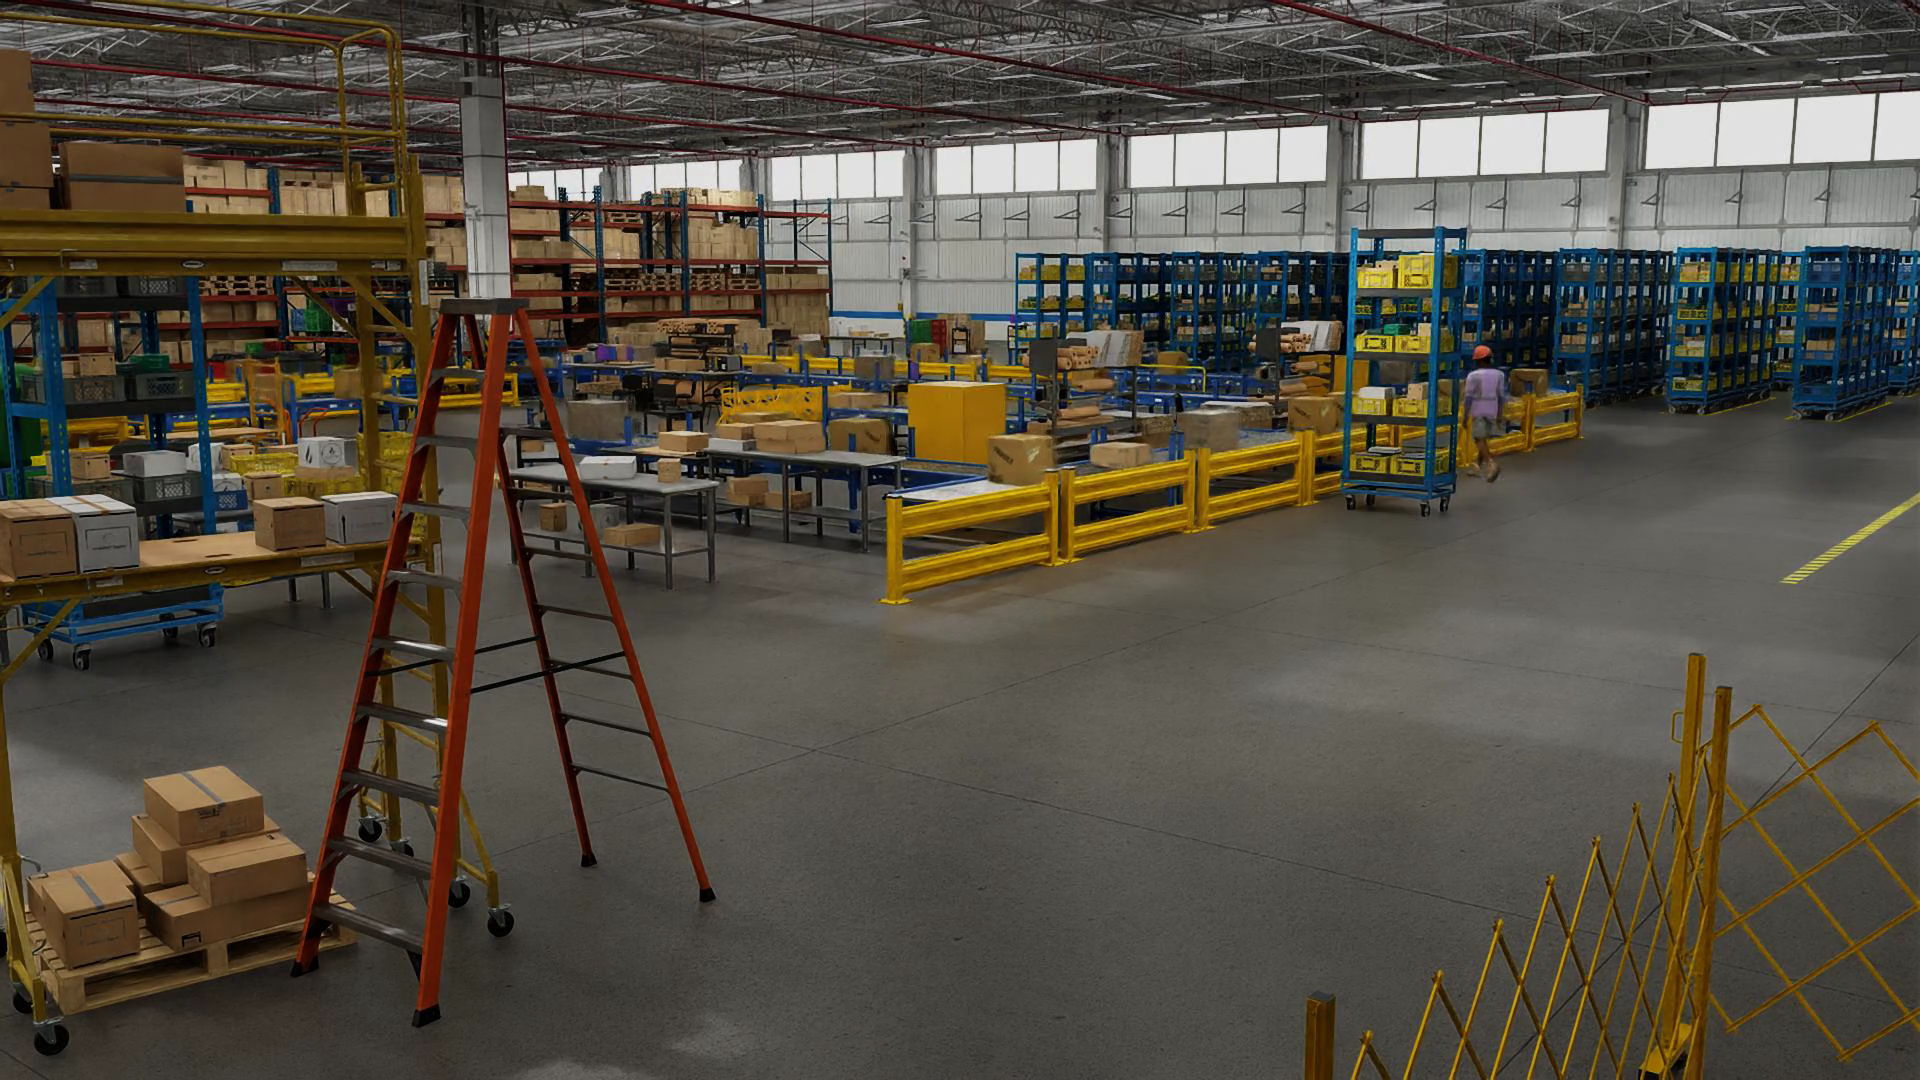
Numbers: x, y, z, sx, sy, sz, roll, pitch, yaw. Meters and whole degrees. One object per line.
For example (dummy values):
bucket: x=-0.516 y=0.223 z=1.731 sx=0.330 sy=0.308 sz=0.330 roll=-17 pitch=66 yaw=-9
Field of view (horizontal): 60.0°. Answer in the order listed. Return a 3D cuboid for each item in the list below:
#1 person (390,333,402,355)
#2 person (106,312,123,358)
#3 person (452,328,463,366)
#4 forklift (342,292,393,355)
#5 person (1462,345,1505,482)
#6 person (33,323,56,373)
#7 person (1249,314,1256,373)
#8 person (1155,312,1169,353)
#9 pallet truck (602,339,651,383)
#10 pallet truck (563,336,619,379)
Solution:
person: x=-17.152 y=-5.979 z=50.309 sx=0.581 sy=1.923 sz=0.540 roll=8 pitch=12 yaw=40
person: x=-25.527 y=-6.024 z=50.375 sx=0.618 sy=2.005 sz=1.003 roll=7 pitch=12 yaw=39
person: x=-15.017 y=-5.802 z=49.564 sx=0.403 sy=1.816 sz=0.667 roll=0 pitch=9 yaw=-2
forklift: x=-16.485 y=-5.622 z=45.120 sx=1.129 sy=2.768 sz=1.873 roll=7 pitch=11 yaw=37
person: x=7.704 y=-1.857 z=24.396 sx=0.613 sy=2.003 sz=0.926 roll=-2 pitch=9 yaw=-14
person: x=-27.078 y=-5.601 z=49.045 sx=0.873 sy=1.572 sz=0.596 roll=-4 pitch=10 yaw=-25
person: x=8.969 y=-5.920 z=50.233 sx=0.403 sy=1.835 sz=0.588 roll=-6 pitch=11 yaw=-32
person: x=6.113 y=-6.051 z=50.966 sx=0.959 sy=1.937 sz=0.619 roll=1 pitch=9 yaw=4
pallet truck: x=-8.991 y=-4.871 z=45.351 sx=0.653 sy=1.274 sz=1.630 roll=7 pitch=11 yaw=37
pallet truck: x=-10.690 y=-5.294 z=48.215 sx=1.601 sy=1.201 sz=0.680 roll=-5 pitch=10 yaw=-26
